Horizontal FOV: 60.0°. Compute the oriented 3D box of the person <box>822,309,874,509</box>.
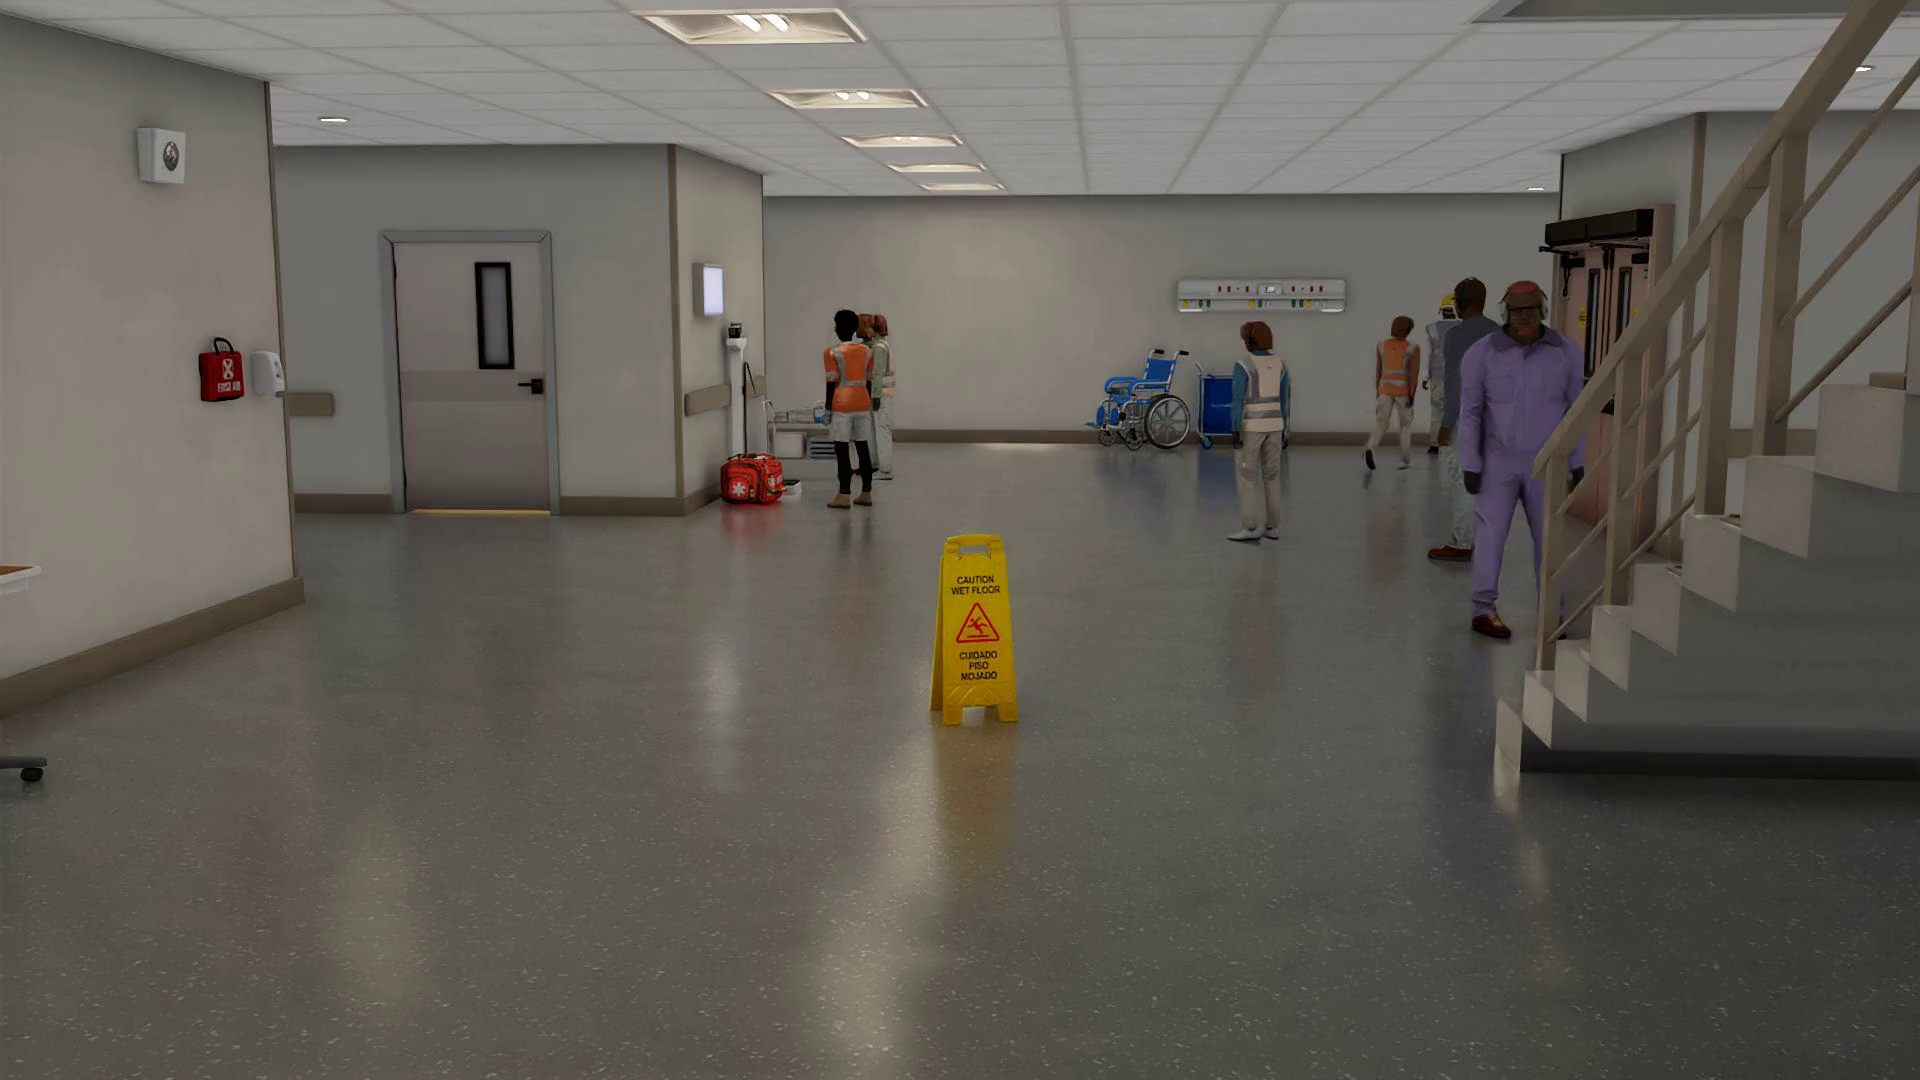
[{"bbox_3d":[-0.955,-1.113,14.194,0.539,1.695,0.318,-8,11,-43],"label":"person"}]

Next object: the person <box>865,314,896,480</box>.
[{"bbox_3d":[-0.790,-1.405,16.404,0.313,1.632,0.519,0,8,-1],"label":"person"}]

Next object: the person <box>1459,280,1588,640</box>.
[{"bbox_3d":[2.987,-0.422,8.833,0.667,1.896,0.426,1,8,9],"label":"person"}]

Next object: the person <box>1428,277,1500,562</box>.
[{"bbox_3d":[3.468,-0.817,11.369,0.635,1.938,0.366,-8,12,-44],"label":"person"}]

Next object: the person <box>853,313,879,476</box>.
[{"bbox_3d":[-0.945,-1.460,16.767,0.285,1.633,0.499,-2,9,-11],"label":"person"}]

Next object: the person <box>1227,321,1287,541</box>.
[{"bbox_3d":[2.219,-0.801,12.323,0.564,1.628,0.321,-5,10,-31],"label":"person"}]

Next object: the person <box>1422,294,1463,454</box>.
[{"bbox_3d":[5.570,-1.885,18.979,0.586,1.835,0.403,2,9,13],"label":"person"}]

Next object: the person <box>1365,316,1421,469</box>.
[{"bbox_3d":[4.483,-1.515,17.218,0.515,1.611,0.705,6,10,37],"label":"person"}]
